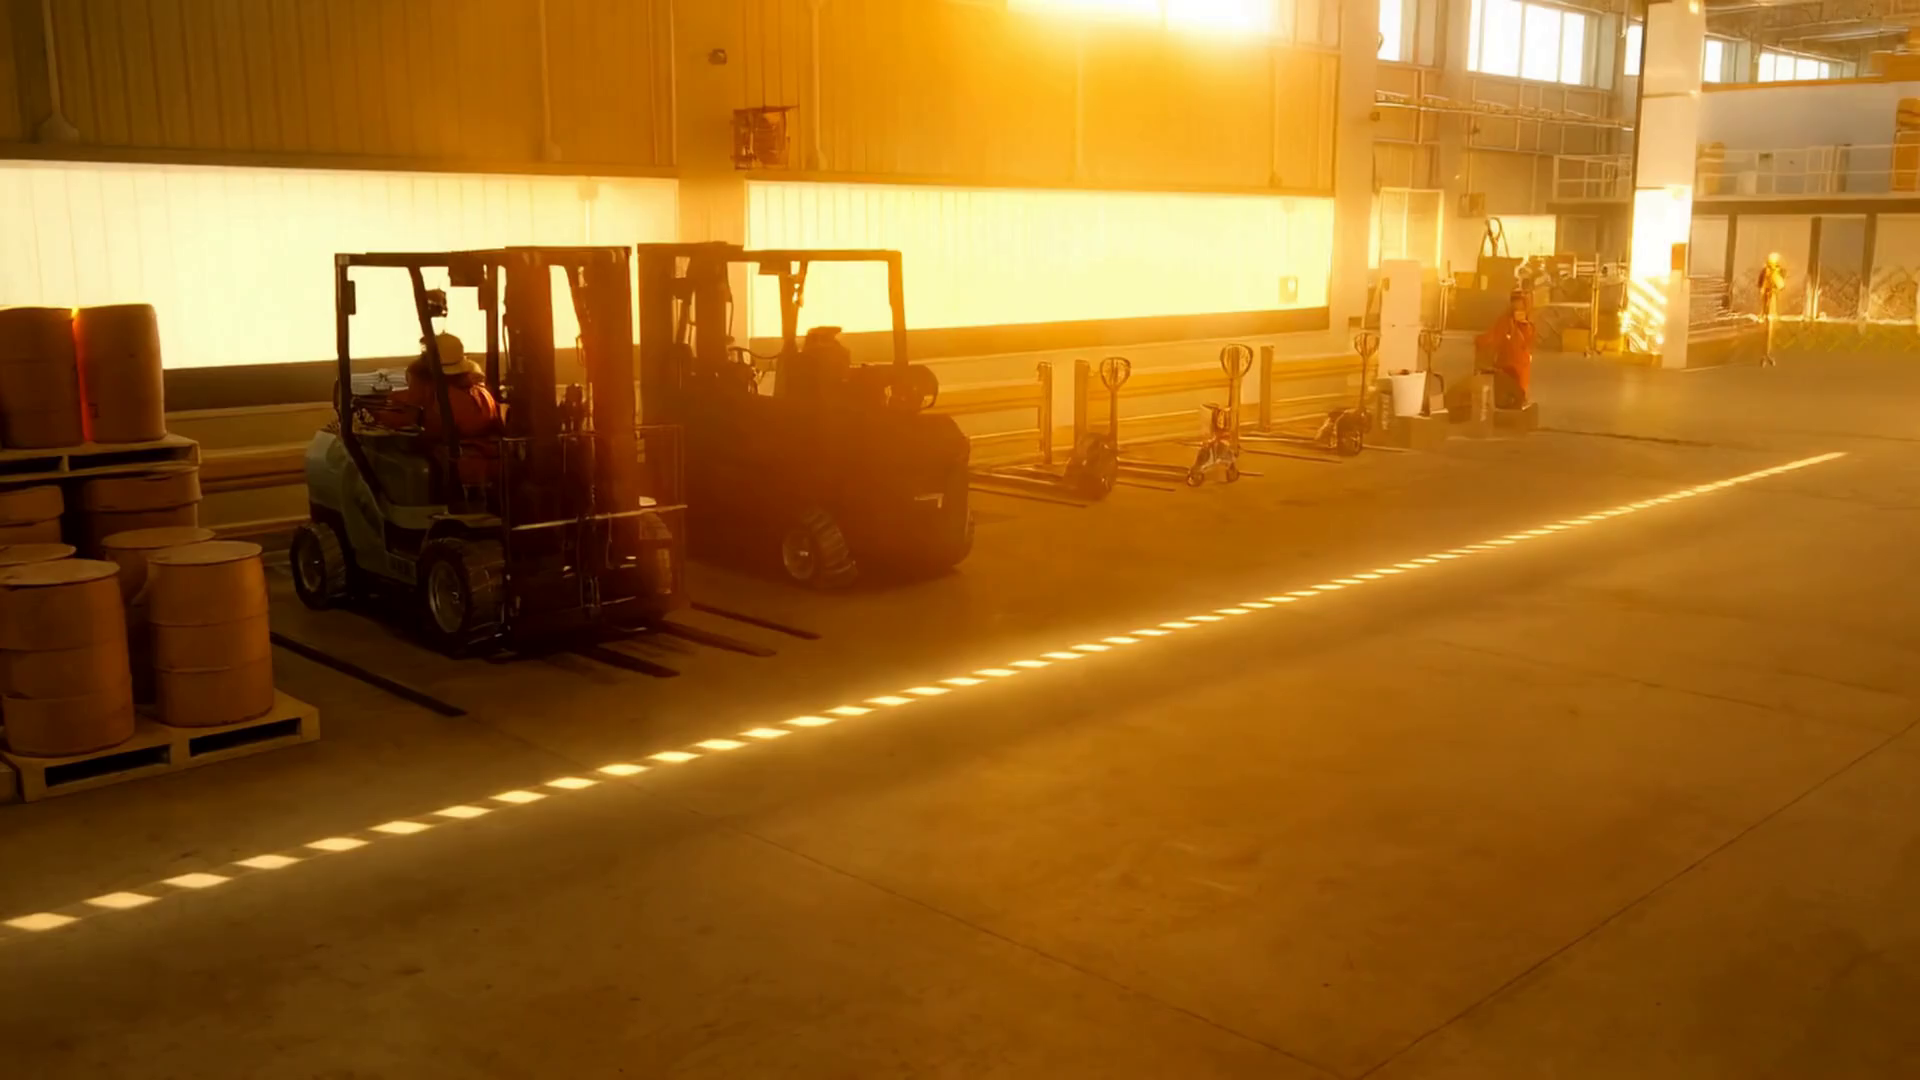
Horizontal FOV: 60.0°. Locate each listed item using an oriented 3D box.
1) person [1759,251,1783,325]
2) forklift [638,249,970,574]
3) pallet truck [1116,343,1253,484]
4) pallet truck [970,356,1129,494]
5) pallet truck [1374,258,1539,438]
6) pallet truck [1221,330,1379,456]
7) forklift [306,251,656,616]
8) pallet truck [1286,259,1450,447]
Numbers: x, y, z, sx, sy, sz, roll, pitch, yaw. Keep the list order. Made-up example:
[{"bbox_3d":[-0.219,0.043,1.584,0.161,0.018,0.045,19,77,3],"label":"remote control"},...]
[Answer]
[{"bbox_3d":[20.380,-6.337,41.840,0.506,1.842,0.344,6,12,30],"label":"person"},{"bbox_3d":[-1.173,-0.958,11.239,2.680,1.987,1.157,10,14,43],"label":"forklift"},{"bbox_3d":[1.962,-1.215,15.415,1.522,1.261,0.704,10,14,43],"label":"pallet truck"},{"bbox_3d":[0.784,-1.085,14.876,0.680,1.201,1.601,-10,14,-44],"label":"pallet truck"},{"bbox_3d":[5.704,-2.208,18.901,1.885,1.965,0.823,10,14,43],"label":"pallet truck"},{"bbox_3d":[3.563,-1.581,17.381,0.653,1.274,1.630,-10,14,-44],"label":"pallet truck"},{"bbox_3d":[-2.833,-0.669,9.694,1.157,1.987,2.680,-10,14,-44],"label":"forklift"},{"bbox_3d":[4.493,-2.078,18.196,0.823,1.965,1.885,-9,14,-40],"label":"pallet truck"}]
